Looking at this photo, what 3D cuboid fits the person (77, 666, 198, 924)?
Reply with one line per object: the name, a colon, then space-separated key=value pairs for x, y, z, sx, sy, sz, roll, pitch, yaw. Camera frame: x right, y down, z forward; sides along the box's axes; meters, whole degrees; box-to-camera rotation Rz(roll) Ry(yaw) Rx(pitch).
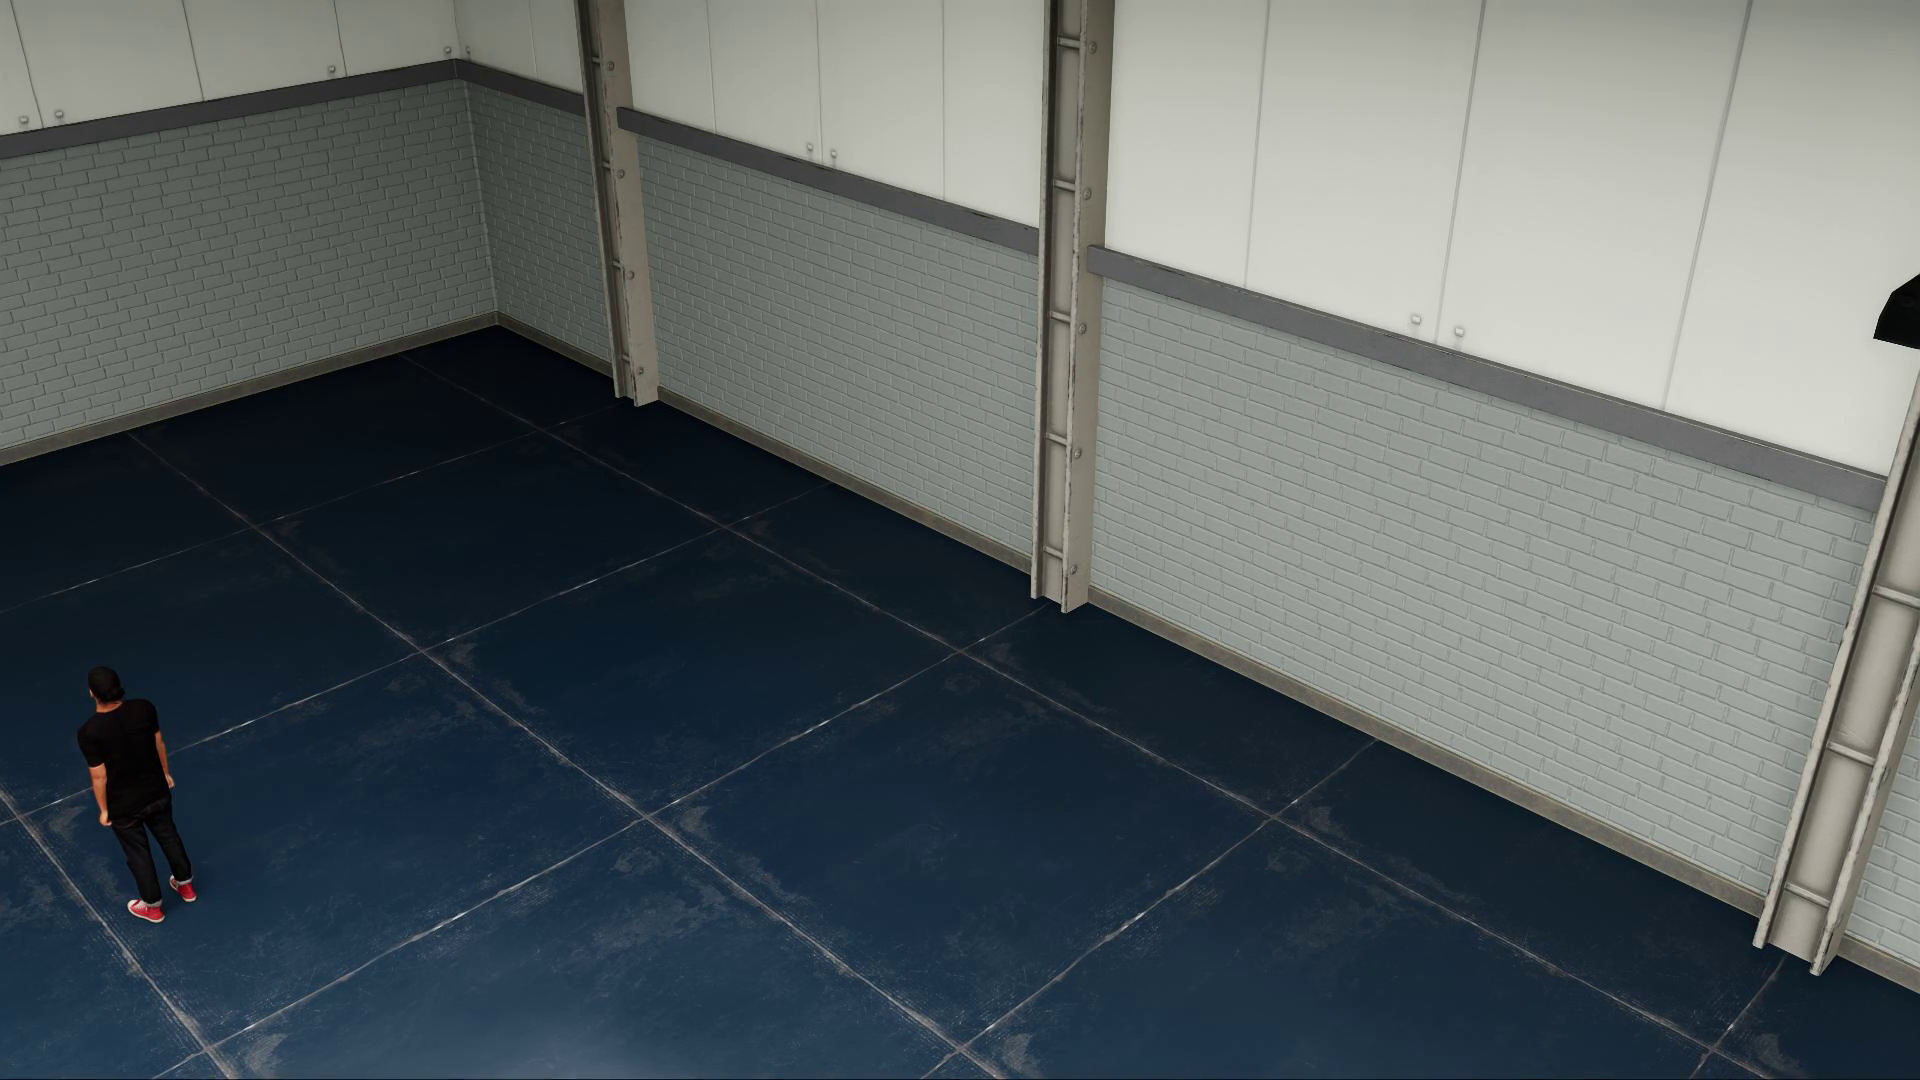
person: x=-4.979 y=1.517 z=10.035 sx=0.633 sy=1.758 sz=0.677 roll=17 pitch=33 yaw=29
